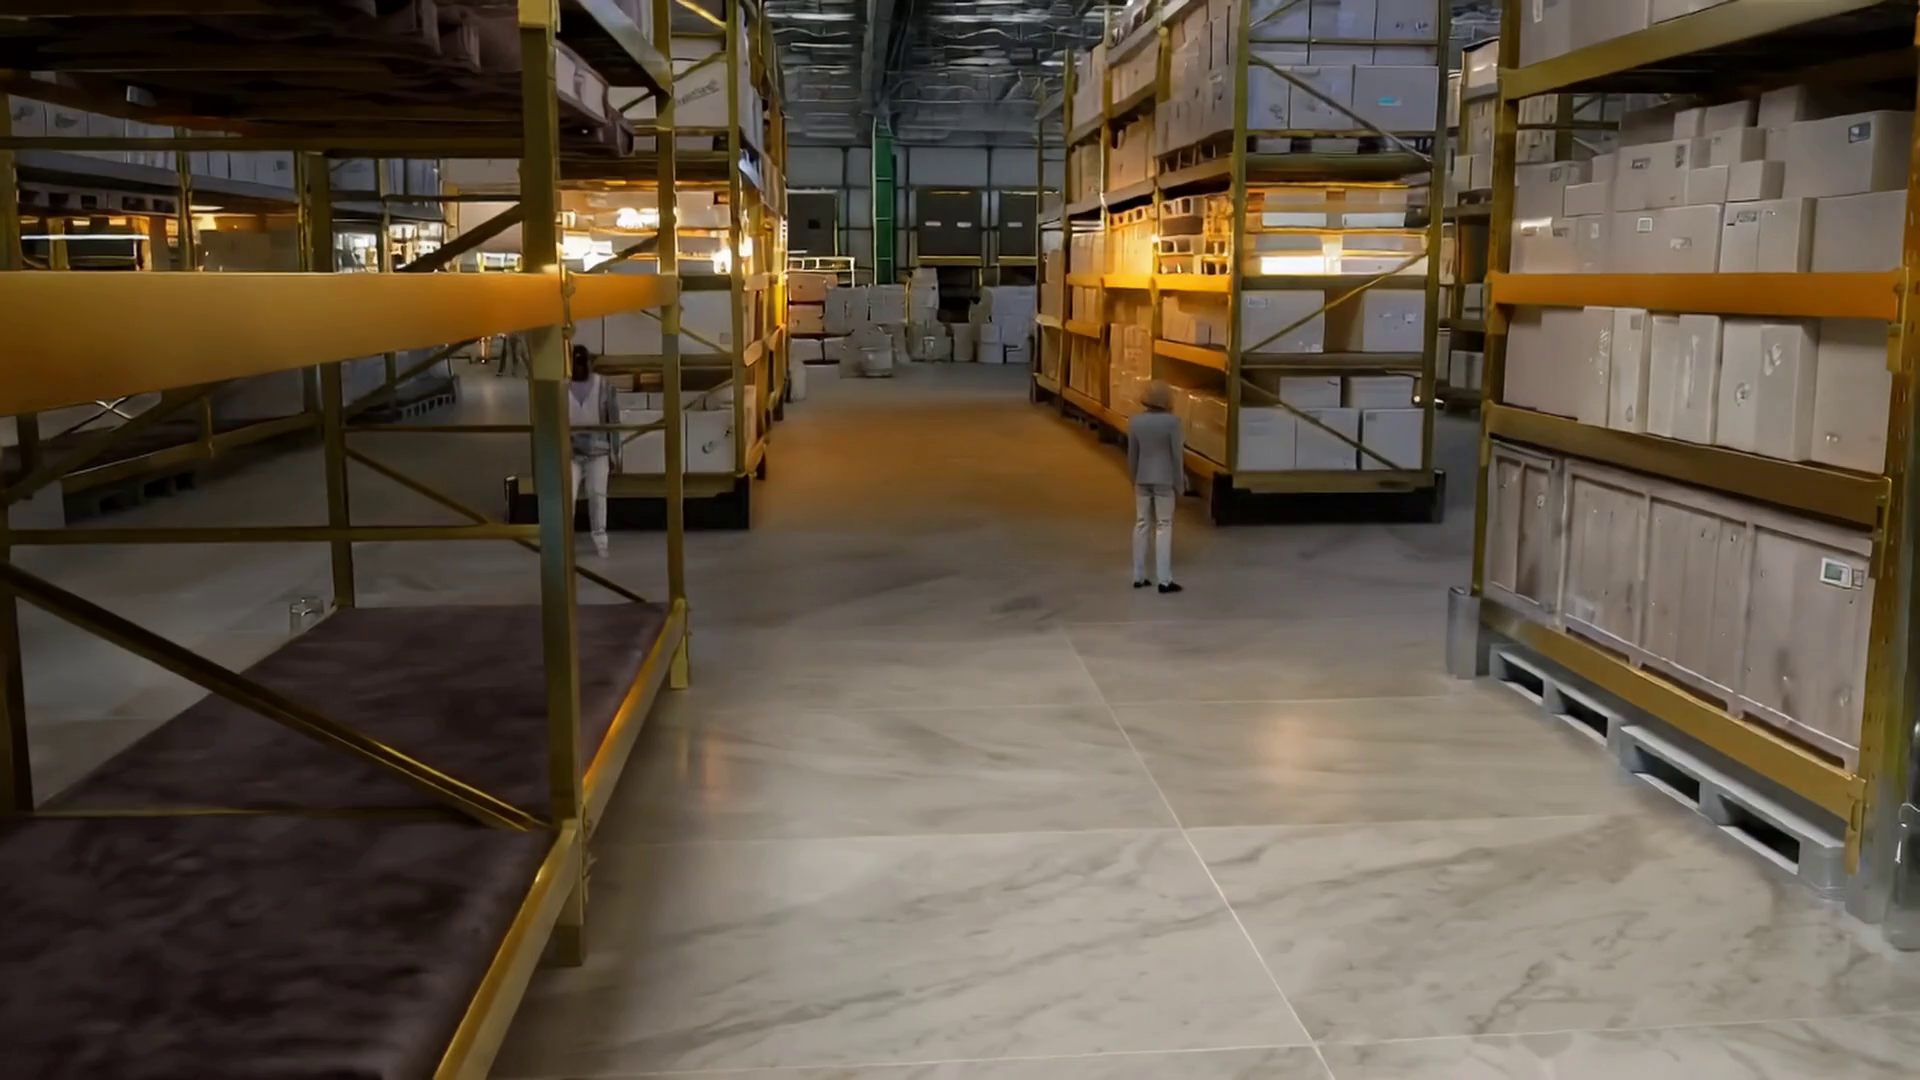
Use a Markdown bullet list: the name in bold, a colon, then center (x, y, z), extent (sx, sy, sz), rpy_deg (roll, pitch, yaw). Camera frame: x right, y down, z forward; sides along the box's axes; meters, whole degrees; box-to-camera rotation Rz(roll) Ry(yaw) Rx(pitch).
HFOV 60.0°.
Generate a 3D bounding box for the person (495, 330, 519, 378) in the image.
- **person**: center (-10.561, -4.691, 38.828), extent (0.611, 1.834, 0.962), rpy_deg (1, 9, 8)

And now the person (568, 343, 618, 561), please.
- **person**: center (-3.176, -0.729, 13.960), extent (0.627, 1.844, 0.429), rpy_deg (-3, 9, -16)

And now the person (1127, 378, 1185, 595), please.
- **person**: center (1.485, -0.405, 12.572), extent (0.498, 1.634, 0.280), rpy_deg (8, 12, 43)

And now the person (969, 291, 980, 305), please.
- **person**: center (0.461, -6.503, 49.908), extent (0.359, 1.938, 0.635), rpy_deg (-4, 10, -23)

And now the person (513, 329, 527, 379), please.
- **person**: center (-10.034, -4.542, 38.660), extent (0.529, 1.592, 0.852), rpy_deg (4, 10, 24)
